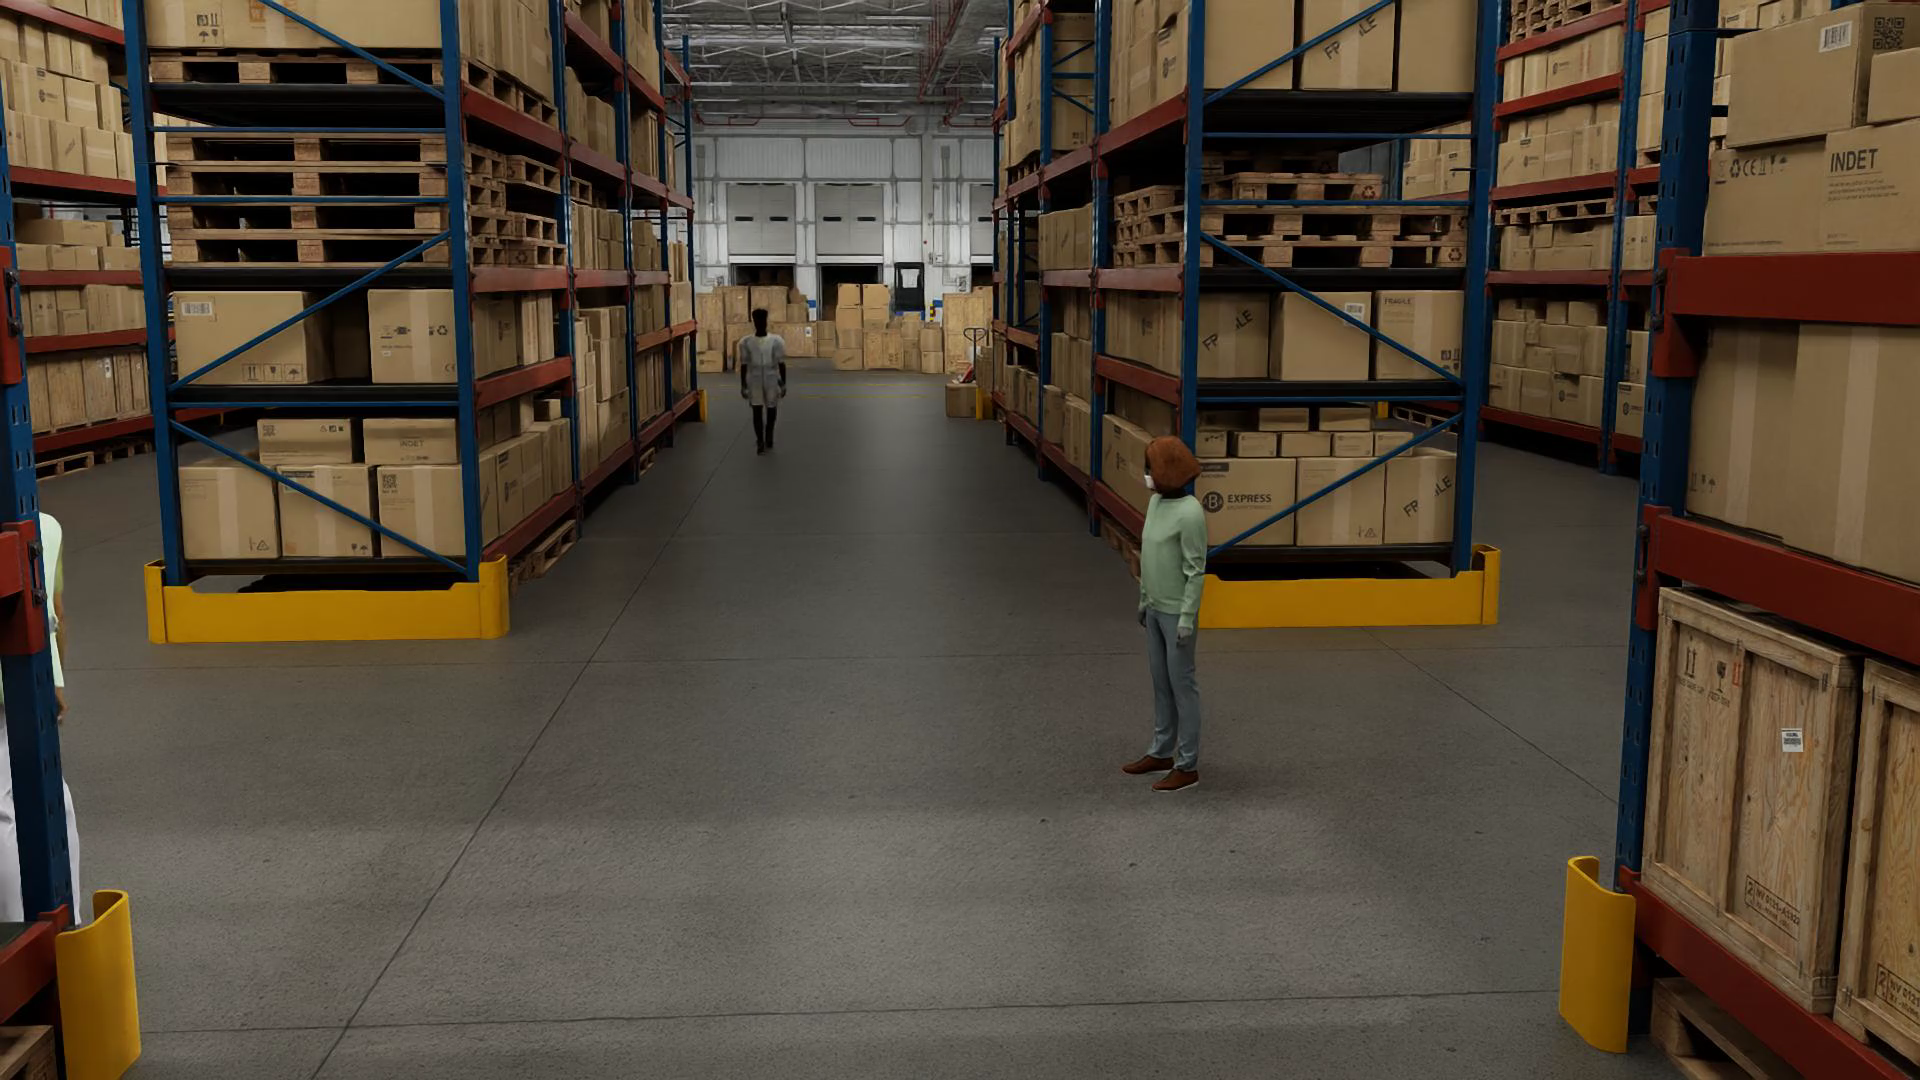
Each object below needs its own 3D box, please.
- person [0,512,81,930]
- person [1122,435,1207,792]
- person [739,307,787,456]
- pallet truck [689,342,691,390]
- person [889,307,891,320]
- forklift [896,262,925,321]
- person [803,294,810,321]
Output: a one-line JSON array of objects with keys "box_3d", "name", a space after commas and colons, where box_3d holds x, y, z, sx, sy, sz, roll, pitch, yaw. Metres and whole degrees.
[{"box_3d": [-3.253, 0.552, 5.629, 0.388, 1.838, 0.563, 3, 10, 20], "name": "person"}, {"box_3d": [0.955, 0.333, 7.643, 0.279, 1.633, 0.498, -3, 10, -18], "name": "person"}, {"box_3d": [-2.596, -2.097, 21.904, 0.623, 1.944, 0.630, -1, 9, -8], "name": "person"}, {"box_3d": [-5.225, -3.008, 27.480, 1.885, 1.965, 0.823, 2, 9, 14], "name": "pallet truck"}, {"box_3d": [-2.574, -7.254, 54.463, 0.958, 1.893, 0.655, -1, 9, -6], "name": "person"}, {"box_3d": [-1.795, -8.581, 59.711, 1.129, 2.768, 1.873, -1, 9, -4], "name": "forklift"}, {"box_3d": [-5.460, -7.745, 58.123, 0.487, 1.714, 0.843, -7, 11, -36], "name": "person"}]
